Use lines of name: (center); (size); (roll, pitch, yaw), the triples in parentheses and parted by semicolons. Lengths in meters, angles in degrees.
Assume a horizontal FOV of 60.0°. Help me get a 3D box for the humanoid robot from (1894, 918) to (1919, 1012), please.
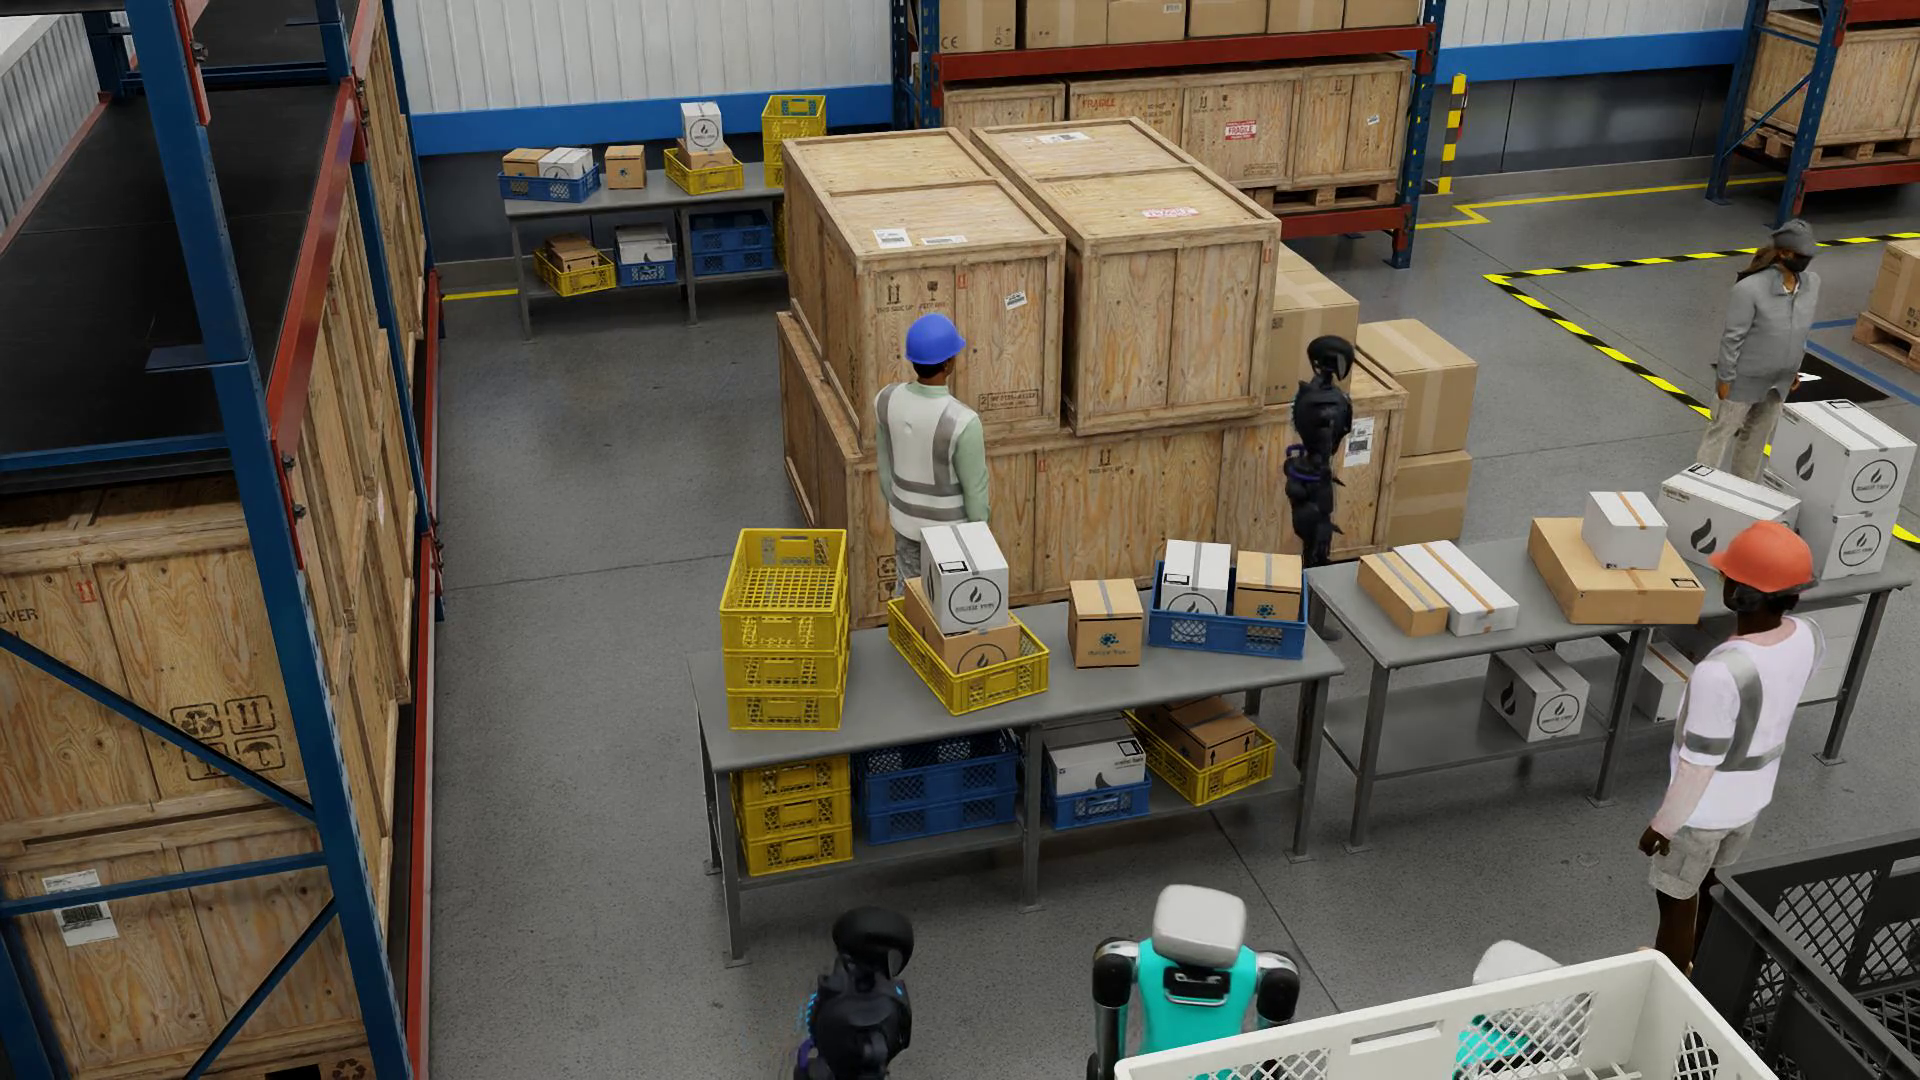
humanoid robot: (3.134, 1.452, 5.038); (0.631, 1.633, 0.622); (-14, 32, -24)

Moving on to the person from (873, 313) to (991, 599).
person: (-0.110, -0.097, 7.552); (0.600, 1.950, 0.381); (21, 35, 33)

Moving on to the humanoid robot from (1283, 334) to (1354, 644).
humanoid robot: (1.715, -0.239, 8.135); (0.401, 1.667, 0.590); (3, 29, 5)

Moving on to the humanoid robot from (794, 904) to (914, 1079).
humanoid robot: (-0.371, 1.651, 4.737); (0.782, 1.642, 0.618); (-6, 29, -10)

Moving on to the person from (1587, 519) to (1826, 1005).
person: (2.574, 0.855, 5.729); (0.606, 2.043, 0.376); (-20, 35, -32)

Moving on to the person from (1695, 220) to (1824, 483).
person: (4.426, -0.927, 9.242); (0.574, 1.768, 0.400); (-9, 30, -16)

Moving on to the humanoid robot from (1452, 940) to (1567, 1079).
humanoid robot: (1.510, 1.814, 4.268); (0.711, 1.760, 0.539); (12, 31, 21)

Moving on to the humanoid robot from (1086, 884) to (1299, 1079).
humanoid robot: (0.574, 1.750, 4.321); (0.532, 1.694, 0.745); (3, 29, 6)
